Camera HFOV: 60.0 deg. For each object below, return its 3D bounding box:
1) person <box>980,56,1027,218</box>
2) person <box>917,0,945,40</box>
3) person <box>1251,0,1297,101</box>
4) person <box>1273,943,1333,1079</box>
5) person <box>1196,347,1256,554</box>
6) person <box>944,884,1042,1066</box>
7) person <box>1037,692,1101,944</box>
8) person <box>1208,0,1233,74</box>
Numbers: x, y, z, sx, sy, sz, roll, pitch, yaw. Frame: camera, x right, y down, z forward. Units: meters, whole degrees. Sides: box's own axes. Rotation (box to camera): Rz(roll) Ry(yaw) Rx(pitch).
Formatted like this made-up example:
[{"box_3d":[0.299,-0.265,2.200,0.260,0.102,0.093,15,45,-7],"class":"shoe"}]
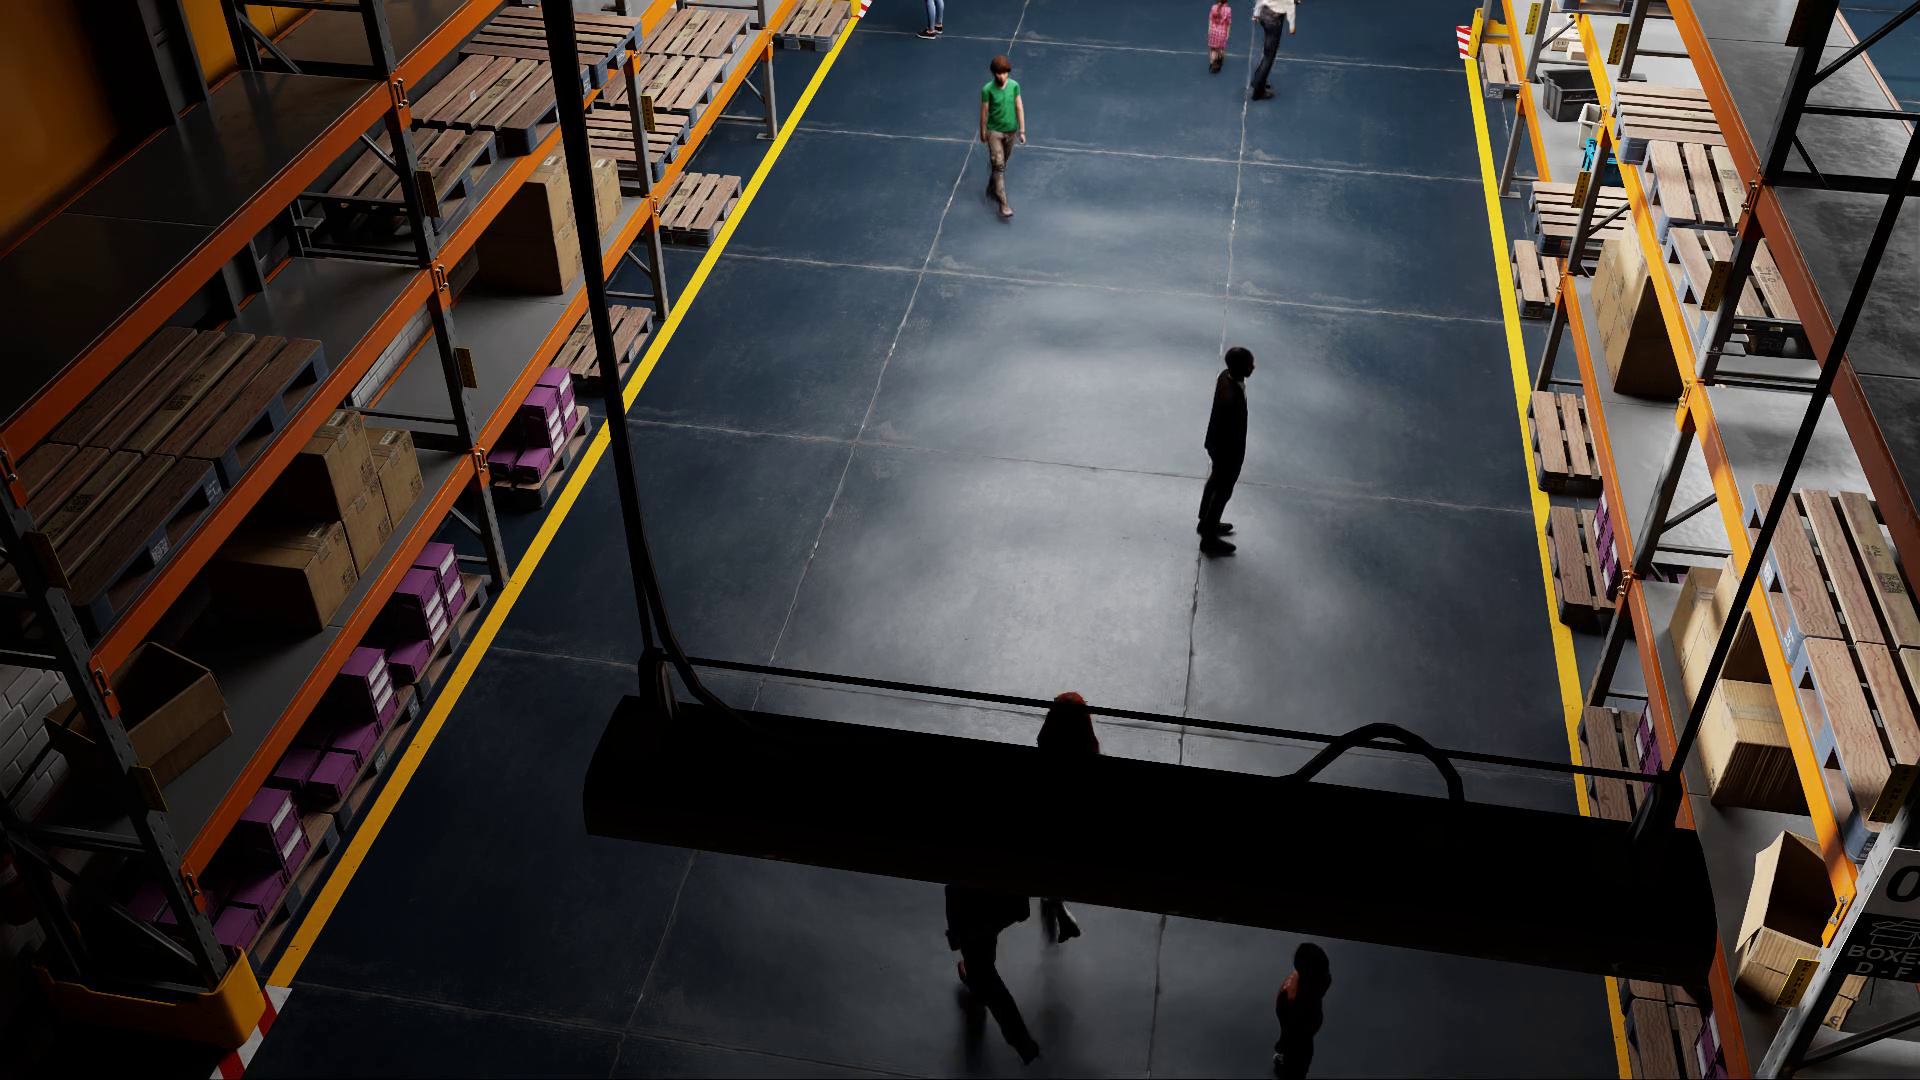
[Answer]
[{"box_3d":[0.410,-4.252,17.236,0.927,1.610,1.164,-12,40,-15],"class":"person"},{"box_3d":[-0.357,-7.134,20.779,0.743,1.692,0.592,18,42,22],"class":"person"},{"box_3d":[3.534,-5.985,19.212,0.914,1.851,0.814,-15,41,-18],"class":"person"},{"box_3d":[1.839,2.593,8.949,0.652,1.255,0.547,27,46,29],"class":"person"},{"box_3d":[2.013,-0.696,12.632,0.750,1.799,0.540,0,39,0],"class":"person"},{"box_3d":[0.211,2.111,9.055,1.163,1.876,1.250,-21,43,-25],"class":"person"},{"box_3d":[0.618,1.668,9.664,0.845,1.807,0.947,-15,41,-17],"class":"person"},{"box_3d":[3.116,-6.146,20.087,0.452,1.011,0.545,9,39,11],"class":"person"}]
